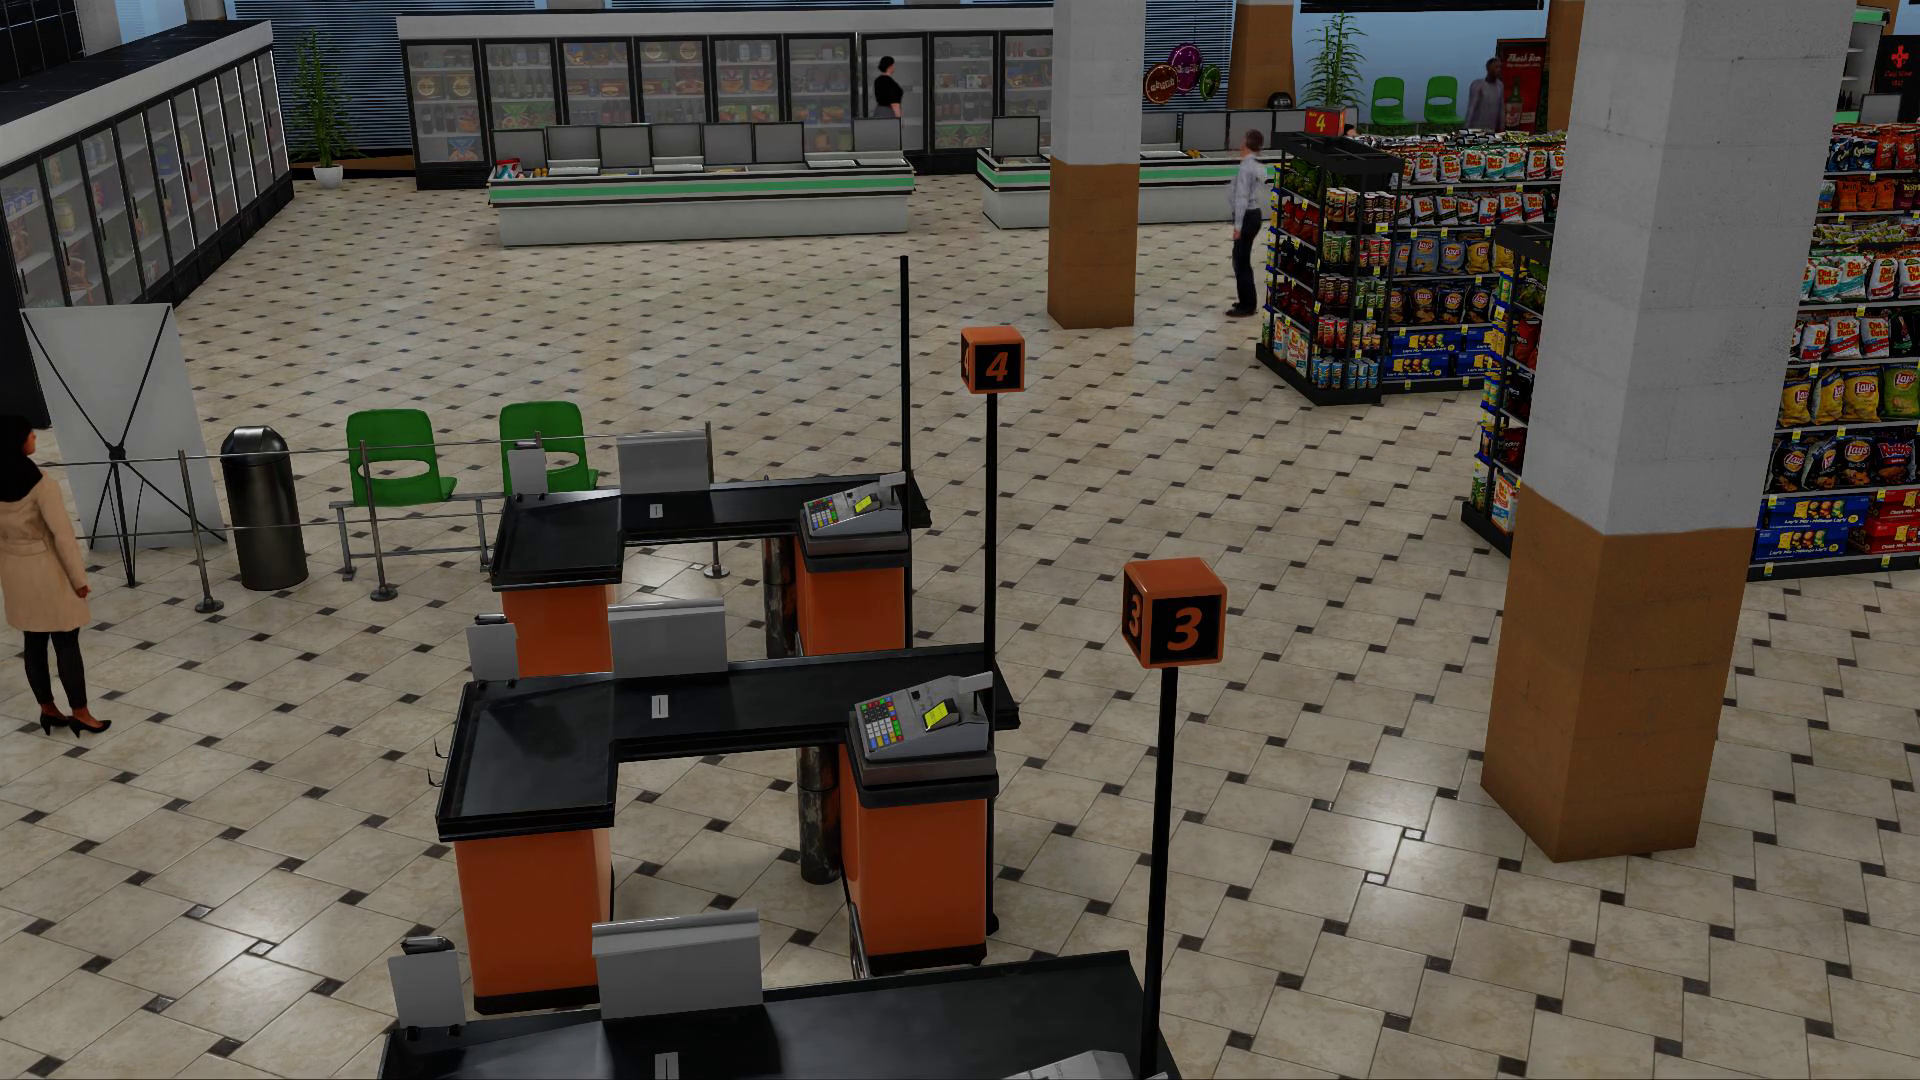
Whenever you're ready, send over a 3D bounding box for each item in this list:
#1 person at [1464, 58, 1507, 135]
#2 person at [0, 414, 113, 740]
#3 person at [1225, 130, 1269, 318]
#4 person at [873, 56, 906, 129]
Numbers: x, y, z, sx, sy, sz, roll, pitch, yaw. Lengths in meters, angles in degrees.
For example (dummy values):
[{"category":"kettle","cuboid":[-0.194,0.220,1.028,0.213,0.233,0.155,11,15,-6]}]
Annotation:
[{"category":"person","cuboid":[6.864,-5.449,22.055,0.811,1.819,0.878,-10,24,-23]},{"category":"person","cuboid":[-4.540,0.191,8.205,0.637,1.680,0.785,6,23,15]},{"category":"person","cuboid":[2.756,-3.049,16.149,0.766,1.770,0.778,3,22,6]},{"category":"person","cuboid":[-1.030,-5.763,22.925,0.706,1.754,0.738,-10,24,-24]}]
